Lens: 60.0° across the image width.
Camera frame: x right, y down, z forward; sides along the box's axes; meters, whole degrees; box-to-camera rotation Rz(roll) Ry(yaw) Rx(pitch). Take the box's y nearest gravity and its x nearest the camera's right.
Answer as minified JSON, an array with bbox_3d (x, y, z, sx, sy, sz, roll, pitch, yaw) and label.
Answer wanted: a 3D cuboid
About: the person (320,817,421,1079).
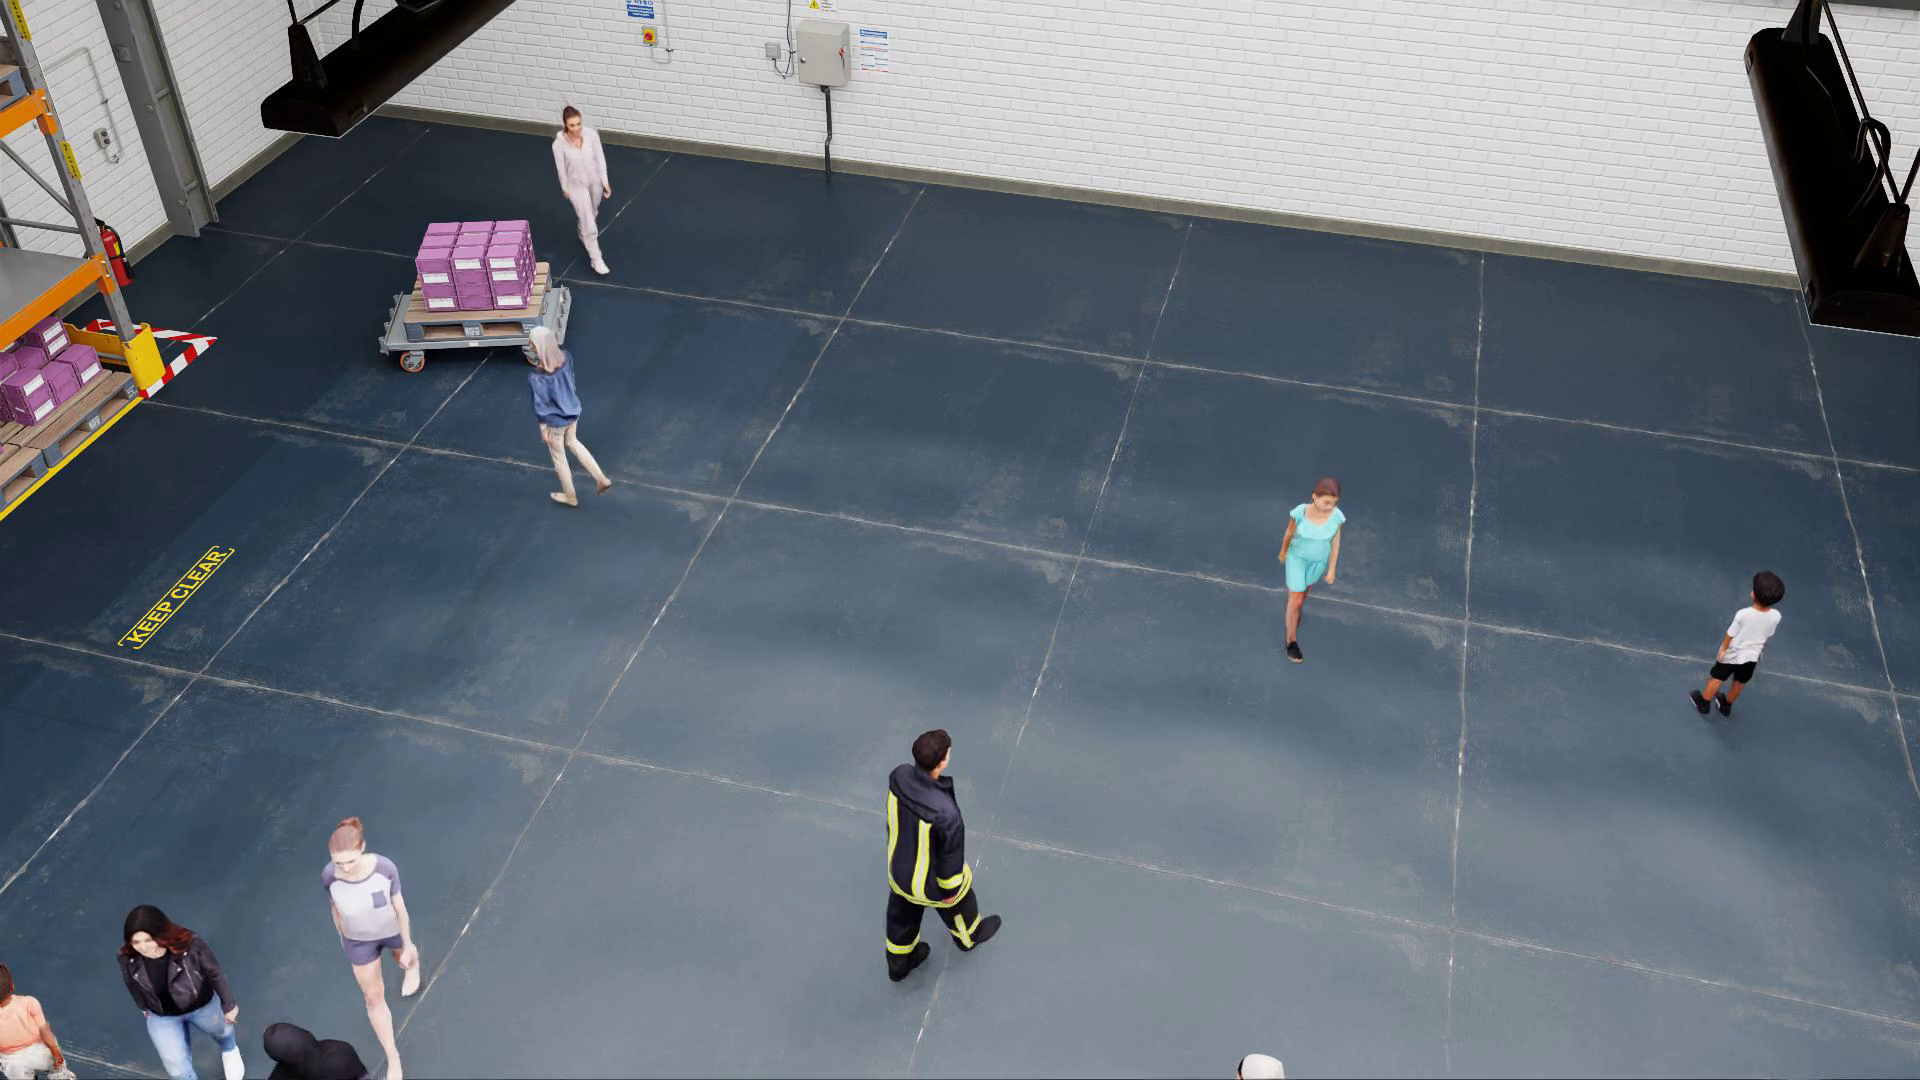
[{"bbox_3d":[-3.249,2.143,9.347,0.941,1.717,1.163,-7,39,-9],"label":"person"}]

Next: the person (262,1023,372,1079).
[{"bbox_3d":[-3.195,2.928,8.452,0.746,1.608,0.793,-8,39,-10],"label":"person"}]

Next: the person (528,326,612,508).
[{"bbox_3d":[-3.110,-0.947,13.244,0.774,1.684,0.790,19,42,22],"label":"person"}]

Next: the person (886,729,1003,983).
[{"bbox_3d":[-0.268,1.884,9.527,1.187,1.898,1.093,-29,47,-32],"label":"person"}]

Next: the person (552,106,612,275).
[{"bbox_3d":[-3.764,-3.549,16.531,1.117,1.647,1.110,-25,45,-28],"label":"person"}]

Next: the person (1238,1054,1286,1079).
[{"bbox_3d":[1.406,3.058,8.259,0.686,1.645,0.543,23,44,26],"label":"person"}]

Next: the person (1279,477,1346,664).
[{"bbox_3d":[2.504,0.094,12.070,0.668,1.521,0.966,6,39,7],"label":"person"}]

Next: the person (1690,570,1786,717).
[{"bbox_3d":[5.418,0.757,11.451,0.536,1.257,0.570,2,39,2],"label":"person"}]

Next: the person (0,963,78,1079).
[{"bbox_3d":[-4.978,2.790,8.876,0.834,1.295,0.937,-17,42,-20],"label":"person"}]

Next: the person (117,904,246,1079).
[{"bbox_3d":[-4.193,2.469,9.025,0.940,1.609,1.058,-12,40,-14],"label":"person"}]
